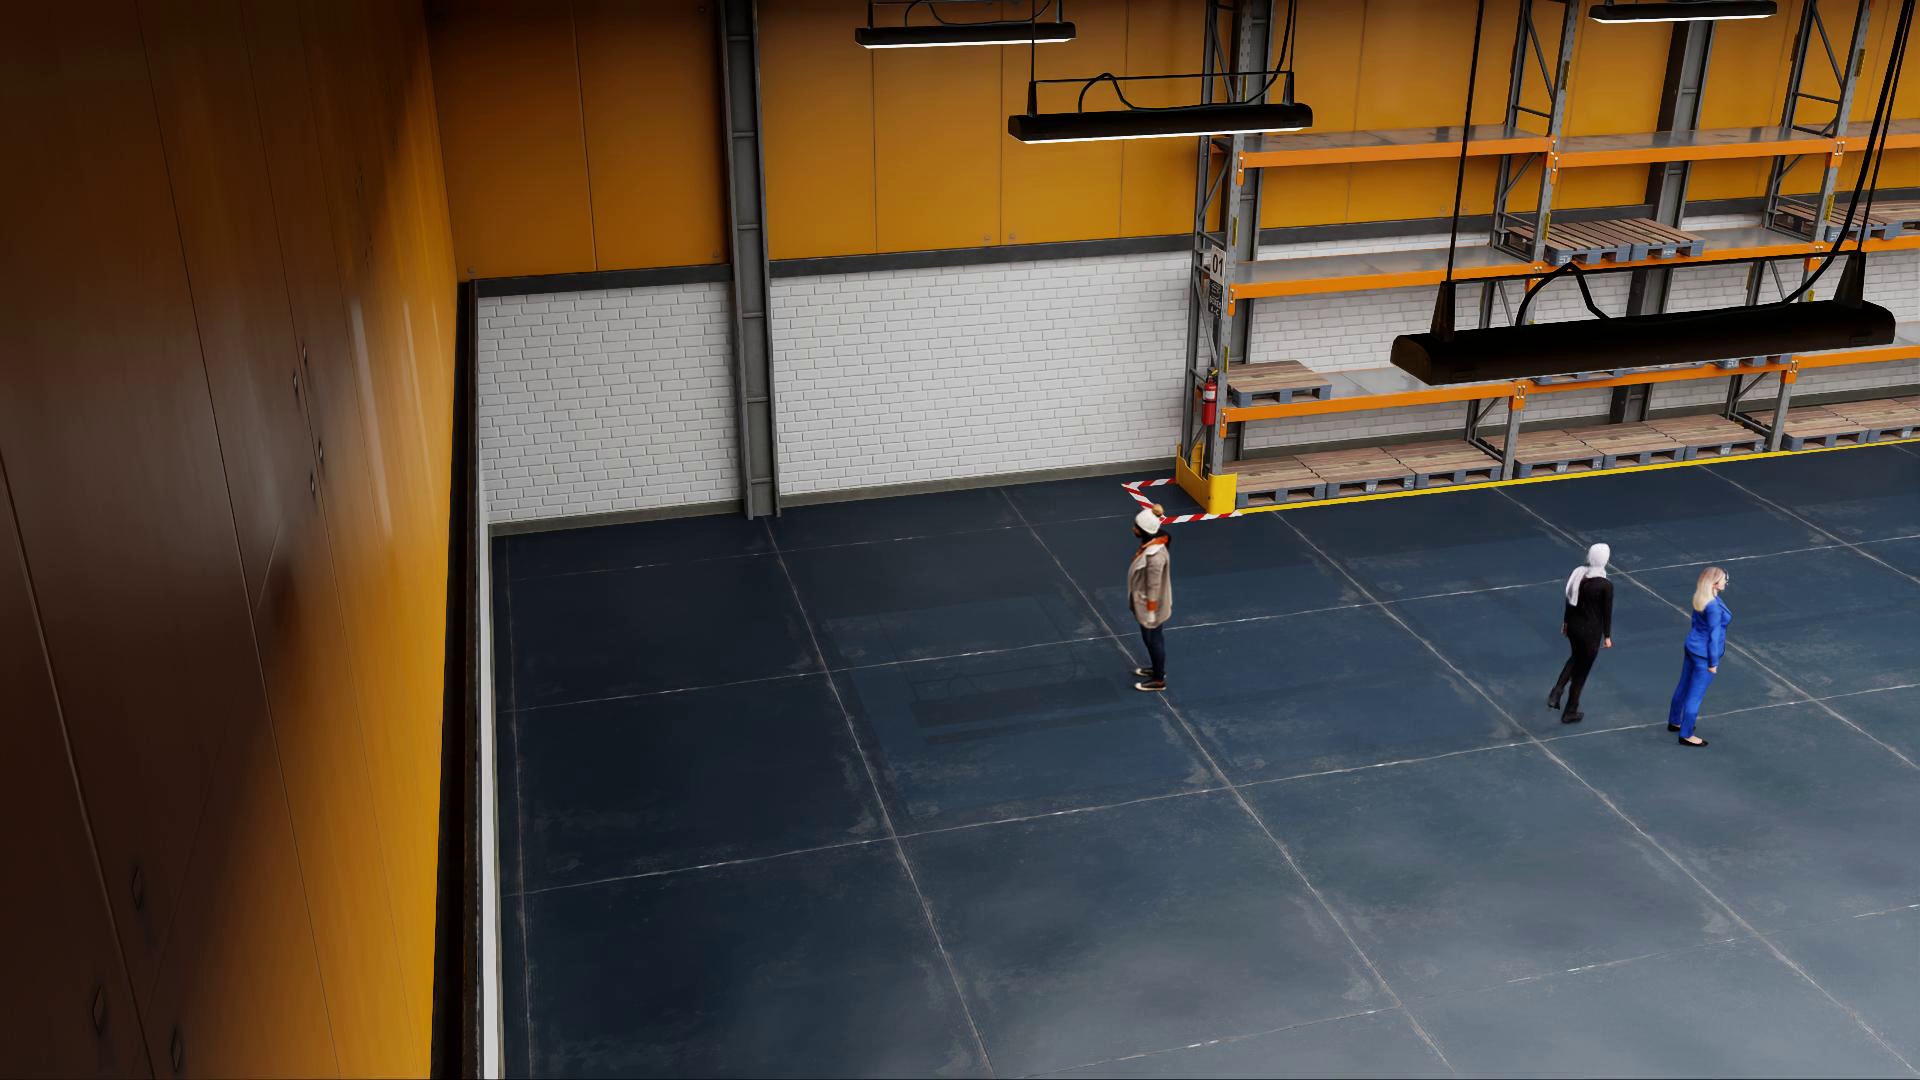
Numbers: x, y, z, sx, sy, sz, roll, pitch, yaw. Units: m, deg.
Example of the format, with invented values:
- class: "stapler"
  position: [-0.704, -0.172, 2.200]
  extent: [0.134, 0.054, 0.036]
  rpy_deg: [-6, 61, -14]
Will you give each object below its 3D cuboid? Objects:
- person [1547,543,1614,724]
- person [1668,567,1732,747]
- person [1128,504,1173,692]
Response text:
- class: "person"
  position: [5.612, 0.886, 15.122]
  extent: [0.720, 1.769, 0.683]
  rpy_deg: [-12, 26, -25]
- class: "person"
  position: [6.623, 1.022, 14.896]
  extent: [0.649, 1.701, 0.676]
  rpy_deg: [1, 24, 2]
- class: "person"
  position: [1.852, 0.527, 15.789]
  extent: [0.791, 1.893, 0.777]
  rpy_deg: [2, 24, 5]
